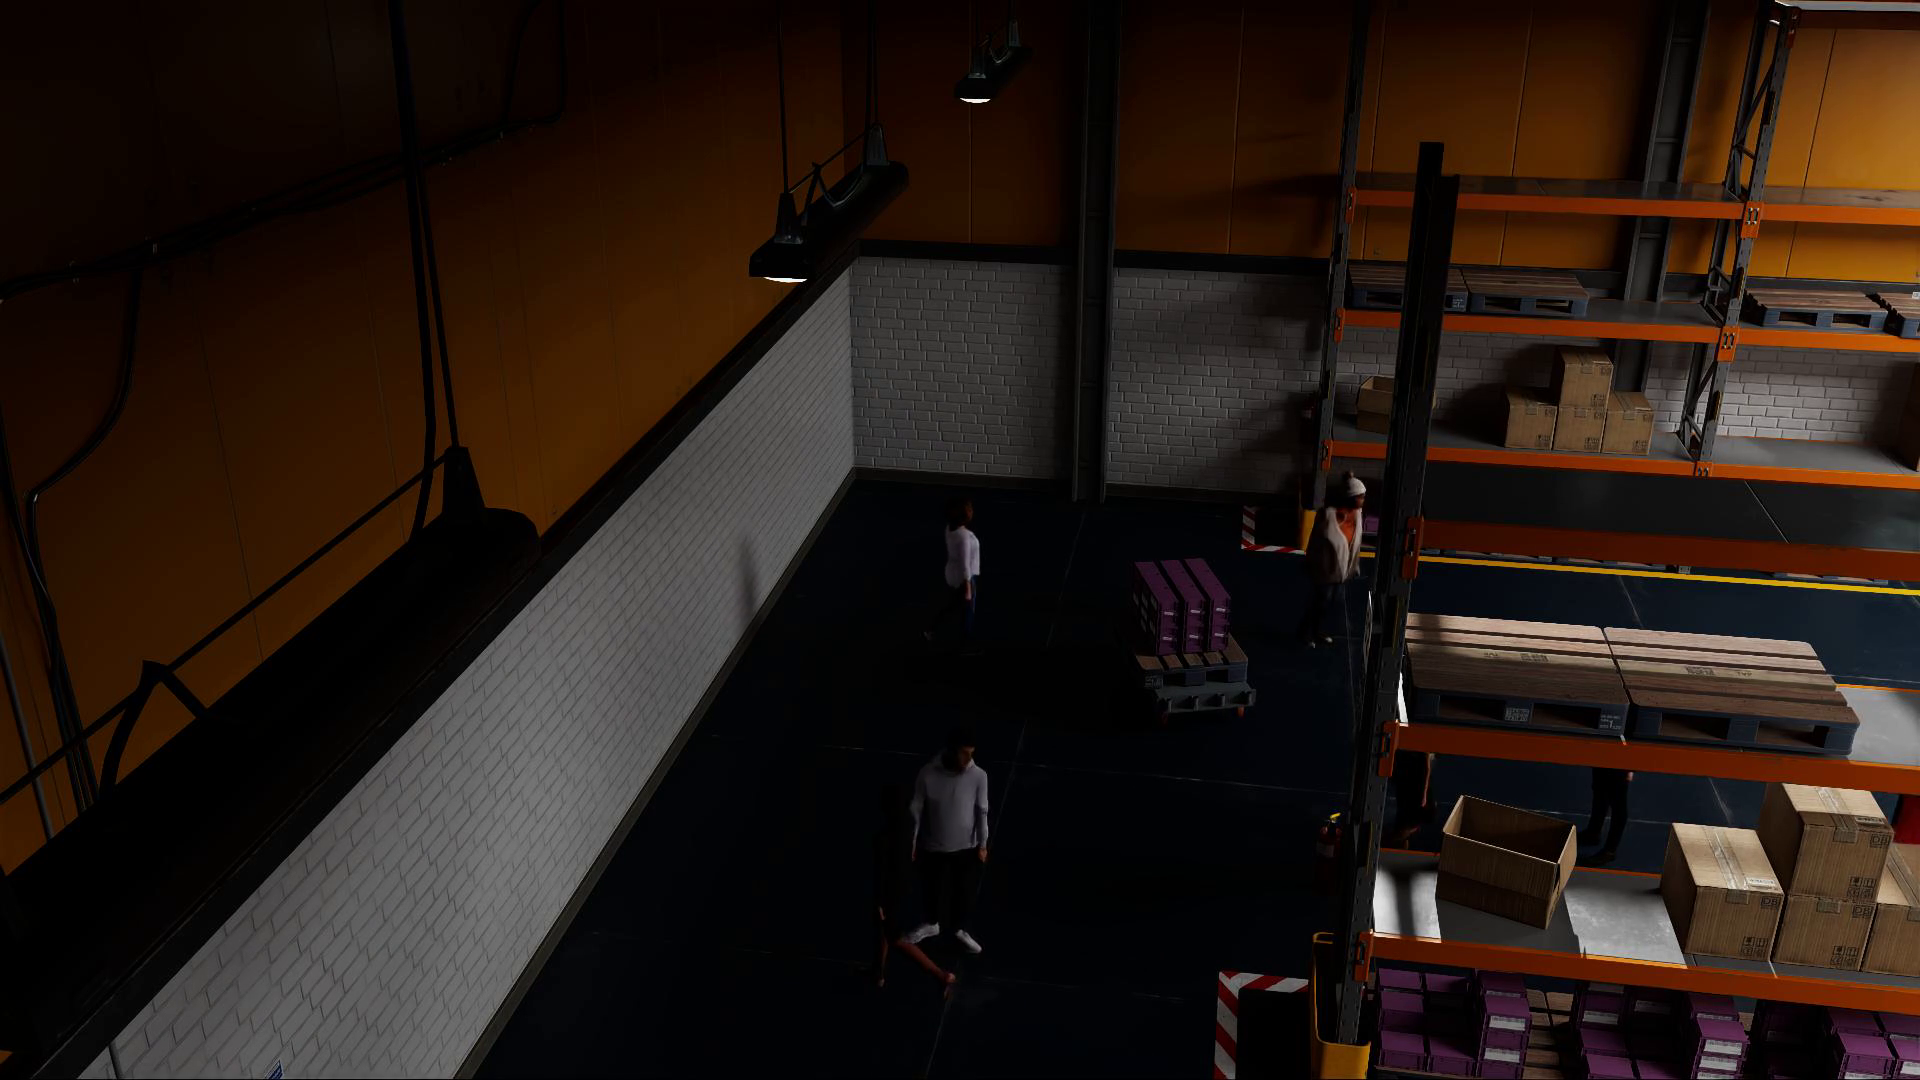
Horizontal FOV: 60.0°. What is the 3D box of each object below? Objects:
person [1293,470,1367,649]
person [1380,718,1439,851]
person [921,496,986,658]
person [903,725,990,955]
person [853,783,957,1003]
[{"bbox_3d":[3.608,0.185,16.459,0.874,1.860,0.938,-8,25,-18],"label":"person"},{"bbox_3d":[3.392,1.852,12.795,0.957,1.740,0.816,-5,24,-11],"label":"person"},{"bbox_3d":[-0.081,0.370,16.246,0.983,1.692,0.871,-8,25,-18],"label":"person"},{"bbox_3d":[-0.100,2.134,11.949,0.677,1.901,0.906,2,24,5],"label":"person"},{"bbox_3d":[-0.381,2.454,11.472,1.138,1.696,0.796,10,26,22],"label":"person"}]
